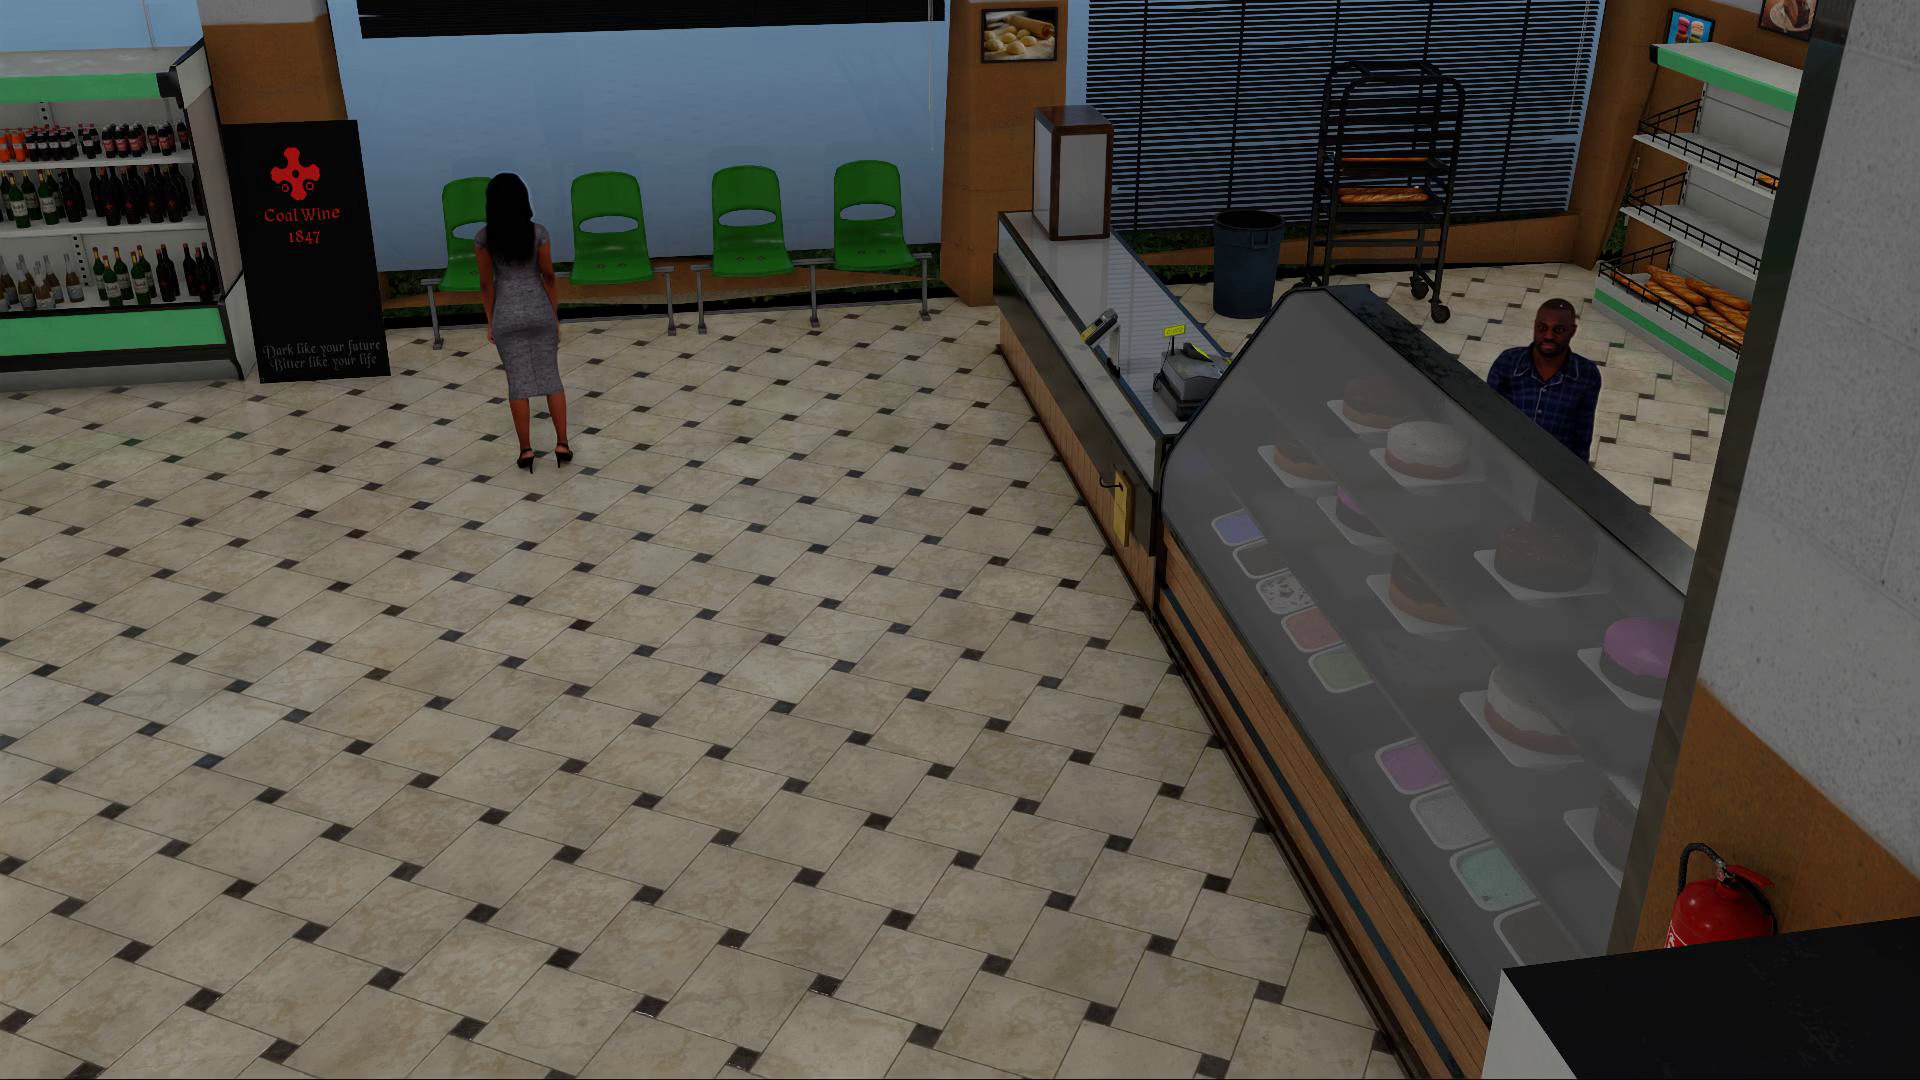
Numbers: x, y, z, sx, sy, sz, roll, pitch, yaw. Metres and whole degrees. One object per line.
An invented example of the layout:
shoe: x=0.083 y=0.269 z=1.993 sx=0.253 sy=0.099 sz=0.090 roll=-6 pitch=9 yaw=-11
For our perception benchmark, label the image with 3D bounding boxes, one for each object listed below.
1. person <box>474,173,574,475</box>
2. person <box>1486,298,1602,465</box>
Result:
person: x=-2.522 y=-1.244 z=9.630 sx=0.494 sy=1.781 sz=0.660 roll=-8 pitch=28 yaw=-15
person: x=2.581 y=-0.233 z=7.587 sx=0.727 sy=1.824 sz=0.833 roll=10 pitch=28 yaw=18
